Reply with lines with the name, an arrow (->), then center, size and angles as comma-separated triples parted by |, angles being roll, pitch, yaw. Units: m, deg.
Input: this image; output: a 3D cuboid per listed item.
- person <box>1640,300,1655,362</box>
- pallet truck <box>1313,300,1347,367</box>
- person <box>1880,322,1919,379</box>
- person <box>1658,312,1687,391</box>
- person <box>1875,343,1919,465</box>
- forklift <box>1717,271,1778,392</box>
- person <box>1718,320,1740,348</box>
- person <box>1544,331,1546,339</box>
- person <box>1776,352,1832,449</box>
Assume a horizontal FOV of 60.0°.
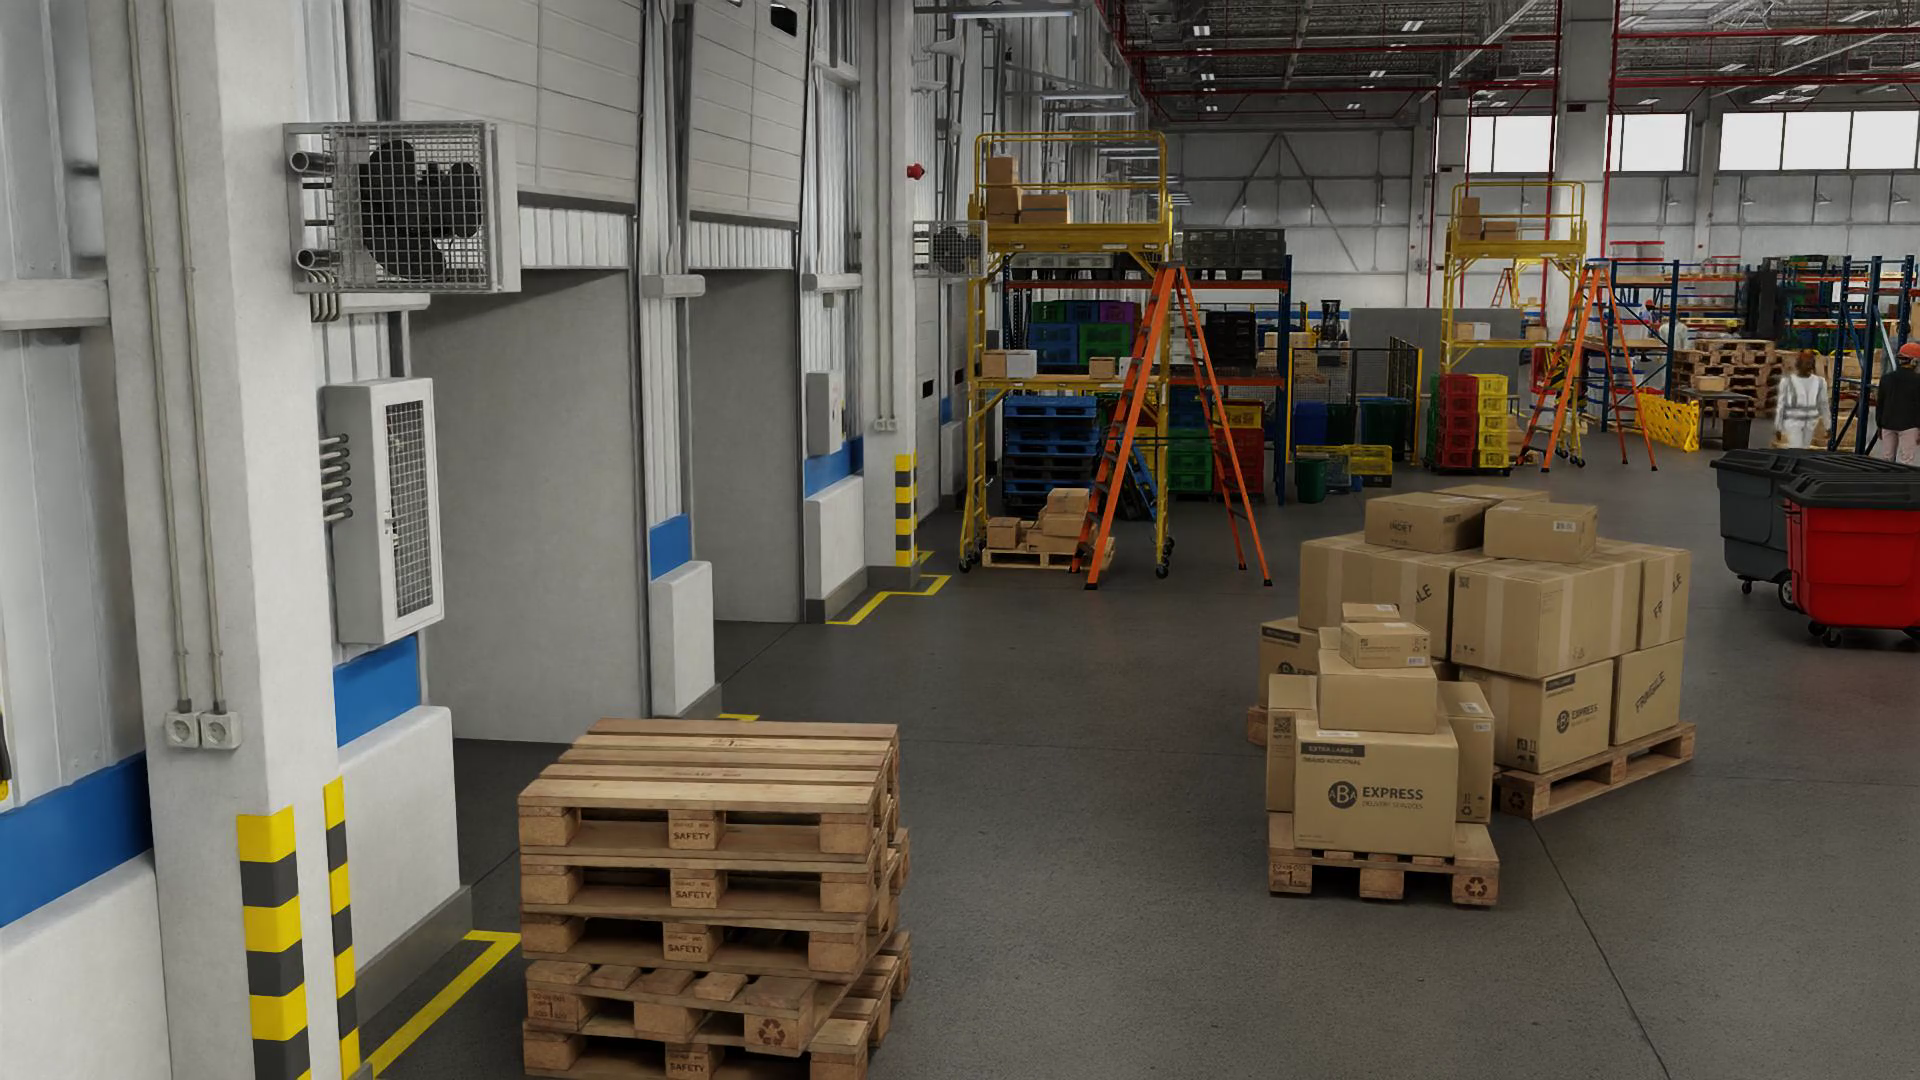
person -> 21.478, -6.529, 51.935 | 0.357, 1.937, 0.550 | 5, 11, 31
pallet truck -> 11.159, -6.200, 49.718 | 0.823, 1.965, 1.885 | 4, 10, 26
person -> 17.112, -3.019, 30.301 | 0.627, 1.933, 0.371 | 5, 10, 28
person -> 16.752, -4.434, 39.177 | 0.626, 1.902, 0.882 | 2, 9, 12
person -> 11.229, -1.352, 19.825 | 0.395, 1.994, 0.612 | -4, 10, -26
forklift -> 18.501, -4.836, 38.592 | 1.873, 2.768, 1.129 | 0, 9, 3
person -> 17.673, -4.181, 38.144 | 0.501, 1.713, 0.802 | -2, 9, -12
person -> 14.863, -4.775, 42.200 | 0.520, 1.594, 0.870 | -4, 10, -21
person -> 10.544, -1.431, 20.828 | 0.594, 1.839, 0.975 | 0, 9, 2
